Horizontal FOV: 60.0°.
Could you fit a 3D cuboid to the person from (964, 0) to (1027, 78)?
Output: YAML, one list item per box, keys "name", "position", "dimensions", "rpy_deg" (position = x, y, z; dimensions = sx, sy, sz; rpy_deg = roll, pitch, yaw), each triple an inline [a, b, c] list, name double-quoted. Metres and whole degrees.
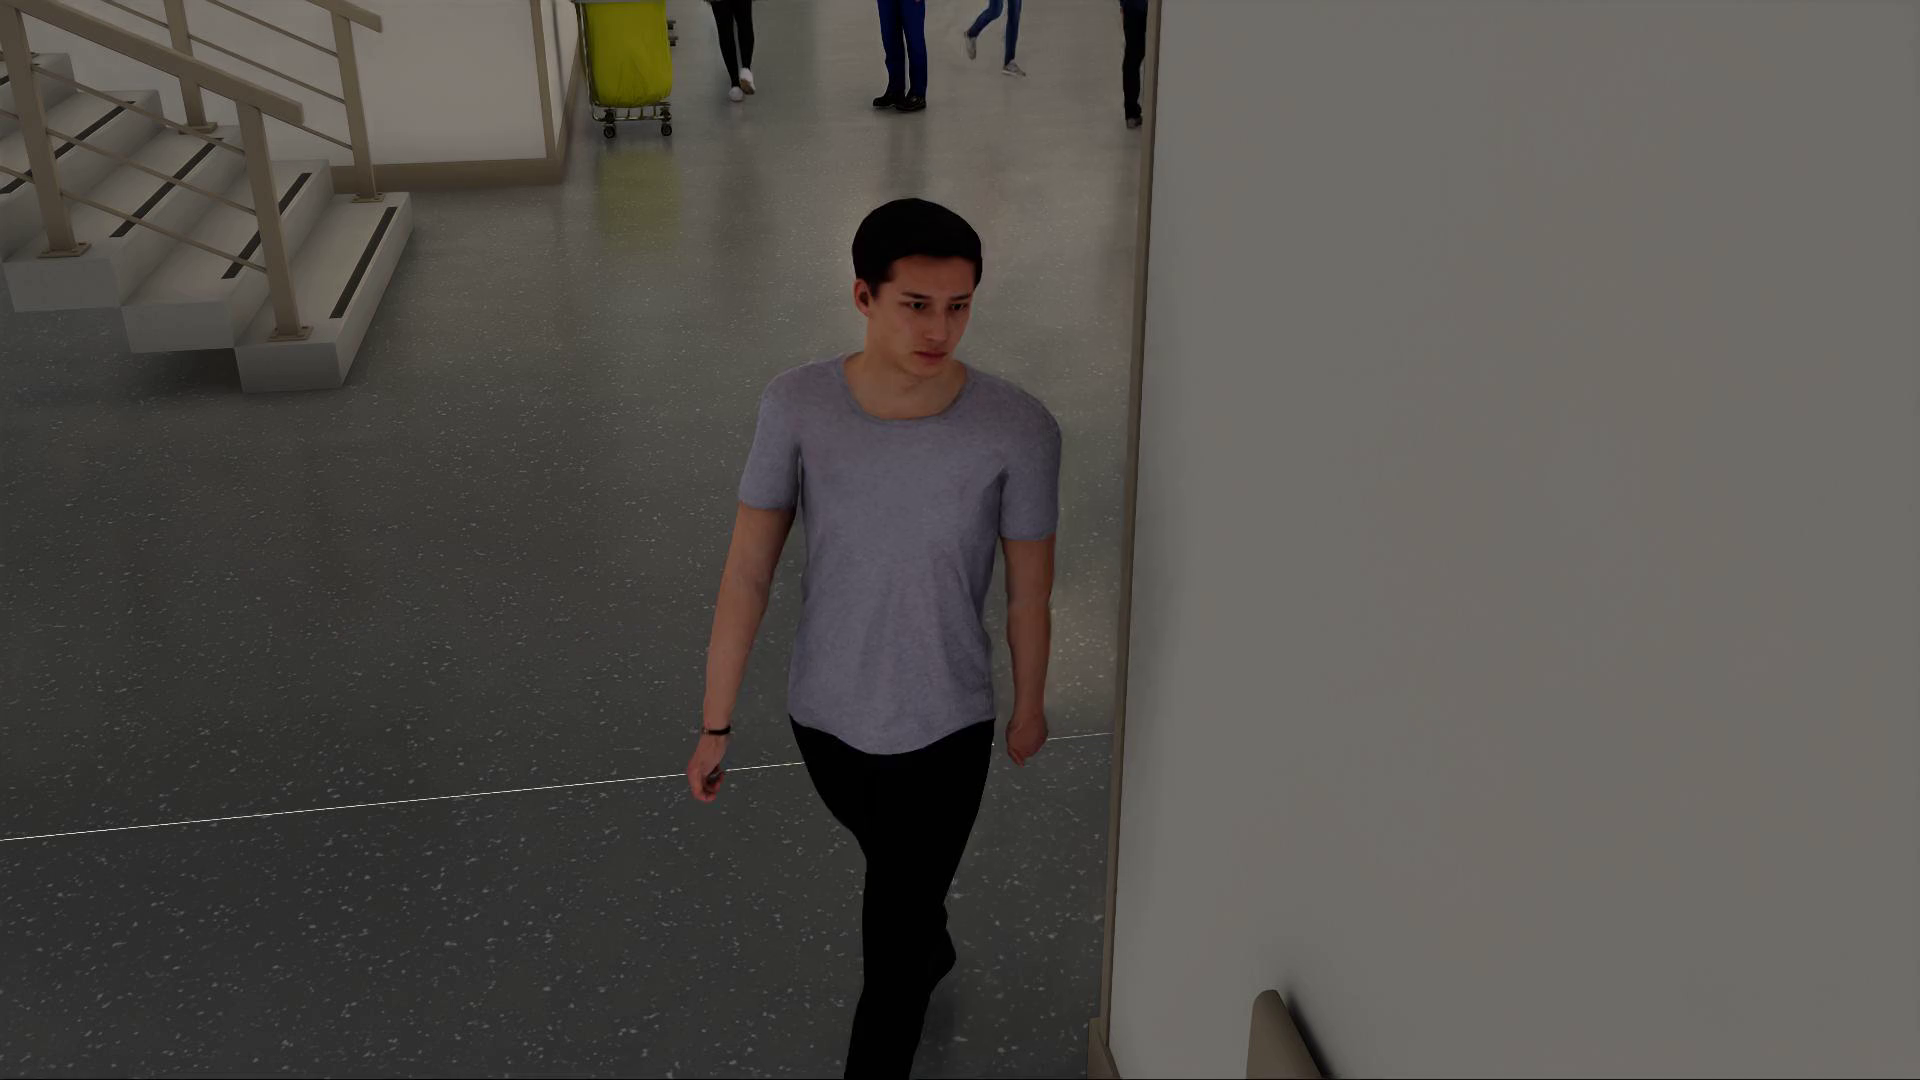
- name: "person"
  position: [0.285, -4.588, 13.218]
  dimensions: [0.947, 1.727, 0.915]
  rpy_deg: [-20, 32, -36]

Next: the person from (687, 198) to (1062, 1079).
- name: "person"
  position: [-0.091, 0.286, 3.015]
  dimensions: [1.274, 1.810, 1.168]
  rpy_deg: [9, 27, 18]

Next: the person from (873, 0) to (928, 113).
- name: "person"
  position: [-0.421, -4.056, 11.937]
  dimensions: [0.773, 1.880, 0.836]
  rpy_deg: [16, 30, 30]

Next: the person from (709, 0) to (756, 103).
- name: "person"
  position: [-1.698, -4.086, 12.138]
  dimensions: [0.643, 1.760, 0.673]
  rpy_deg: [-3, 26, -6]
